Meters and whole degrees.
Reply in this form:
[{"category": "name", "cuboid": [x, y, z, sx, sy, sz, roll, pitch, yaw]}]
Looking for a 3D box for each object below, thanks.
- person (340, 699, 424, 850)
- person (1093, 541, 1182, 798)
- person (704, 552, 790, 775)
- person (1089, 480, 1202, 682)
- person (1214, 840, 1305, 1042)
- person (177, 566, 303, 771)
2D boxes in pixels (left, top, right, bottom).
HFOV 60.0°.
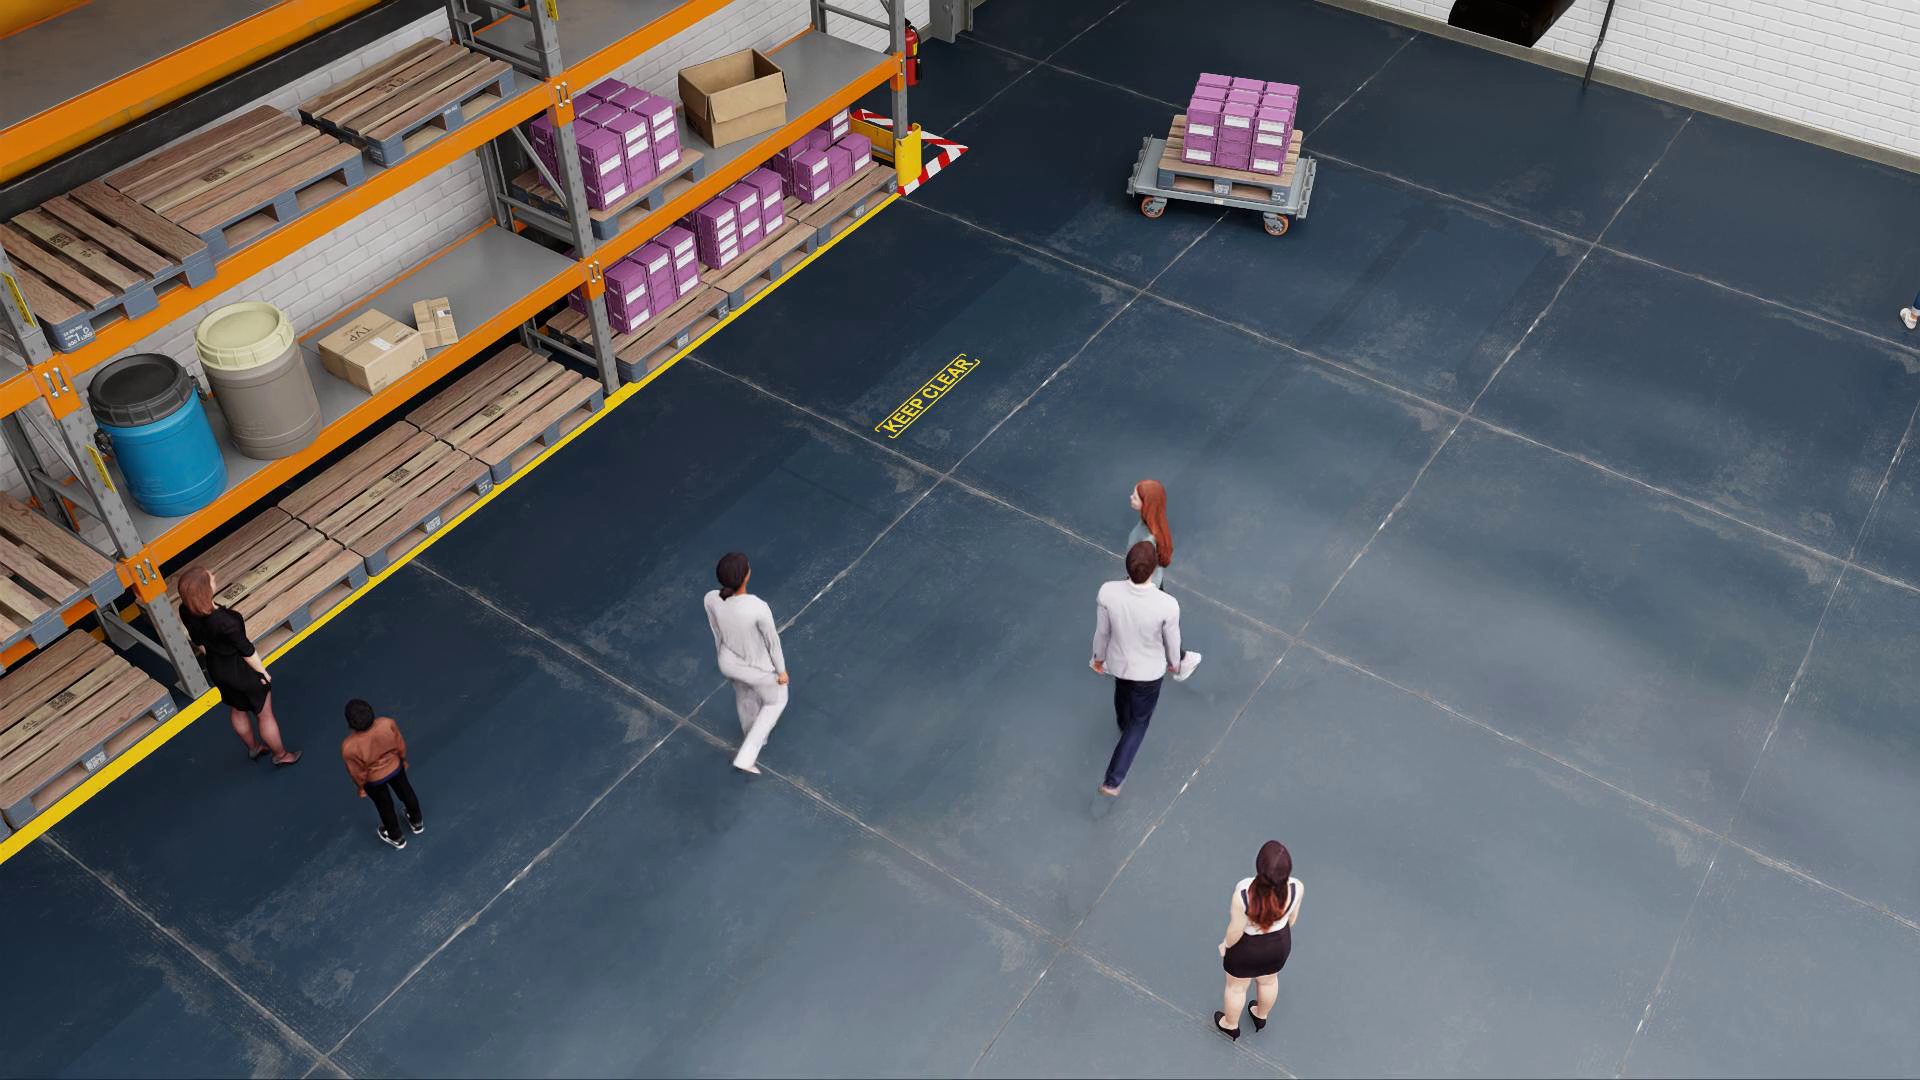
[{"category": "person", "cuboid": [-3.468, 1.386, 9.965, 0.611, 1.254, 0.461, 34, 53, 31]}, {"category": "person", "cuboid": [1.046, 0.806, 10.164, 0.768, 1.818, 1.193, 20, 47, 20]}, {"category": "person", "cuboid": [-1.334, 0.802, 10.241, 0.706, 1.719, 0.875, 19, 47, 19]}, {"category": "person", "cuboid": [1.251, 0.329, 10.731, 0.897, 1.727, 0.998, 8, 44, 9]}, {"category": "person", "cuboid": [1.587, 2.150, 8.877, 0.619, 1.649, 0.695, -11, 45, -11]}, {"category": "person", "cuboid": [-4.463, 0.809, 10.242, 0.631, 1.707, 0.573, 15, 46, 15]}]
